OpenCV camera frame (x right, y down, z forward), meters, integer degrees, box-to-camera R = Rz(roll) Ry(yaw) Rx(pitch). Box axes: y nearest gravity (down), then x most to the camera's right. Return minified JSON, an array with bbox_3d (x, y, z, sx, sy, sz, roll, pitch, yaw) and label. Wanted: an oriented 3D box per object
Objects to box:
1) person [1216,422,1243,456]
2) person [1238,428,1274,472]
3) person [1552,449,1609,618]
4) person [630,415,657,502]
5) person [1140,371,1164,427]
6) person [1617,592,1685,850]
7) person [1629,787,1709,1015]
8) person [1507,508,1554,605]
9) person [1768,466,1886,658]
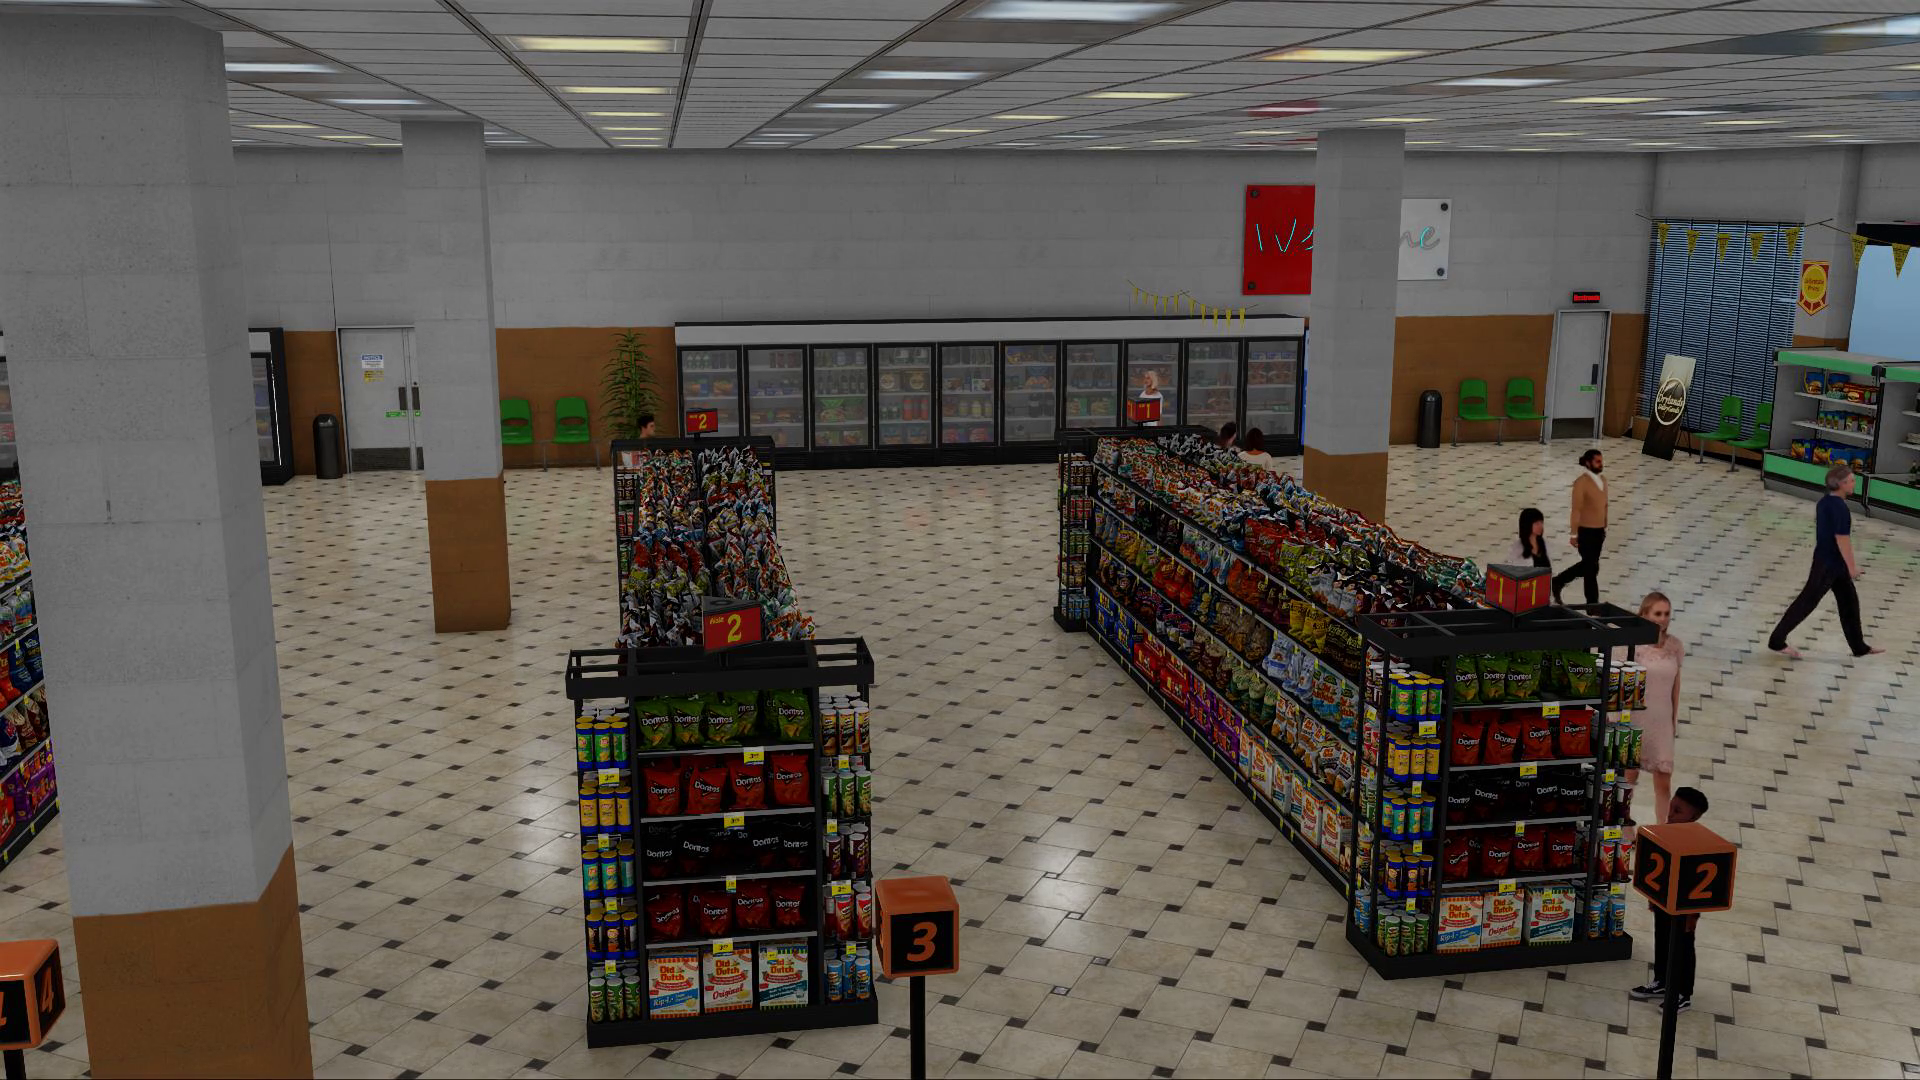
[{"bbox_3d":[3.197,-0.625,20.264,0.858,1.593,0.896,11,16,41],"label":"person"},{"bbox_3d":[3.403,-0.473,19.323,0.694,1.683,0.694,4,12,17],"label":"person"},{"bbox_3d":[6.501,-0.083,17.355,0.973,1.731,1.183,-9,15,-36],"label":"person"},{"bbox_3d":[-3.805,-0.595,19.692,0.812,1.770,0.787,1,12,6],"label":"person"},{"bbox_3d":[2.825,-1.651,24.753,0.710,1.751,0.617,-11,16,-43],"label":"person"},{"bbox_3d":[4.508,1.218,11.011,0.771,1.800,1.075,1,12,4],"label":"person"},{"bbox_3d":[3.874,1.926,8.972,0.605,1.254,0.448,-4,13,-18],"label":"person"},{"bbox_3d":[5.017,0.505,14.831,0.815,1.622,1.060,-6,13,-27],"label":"person"},{"bbox_3d":[8.024,0.255,15.548,1.157,1.814,1.263,4,13,20],"label":"person"}]
